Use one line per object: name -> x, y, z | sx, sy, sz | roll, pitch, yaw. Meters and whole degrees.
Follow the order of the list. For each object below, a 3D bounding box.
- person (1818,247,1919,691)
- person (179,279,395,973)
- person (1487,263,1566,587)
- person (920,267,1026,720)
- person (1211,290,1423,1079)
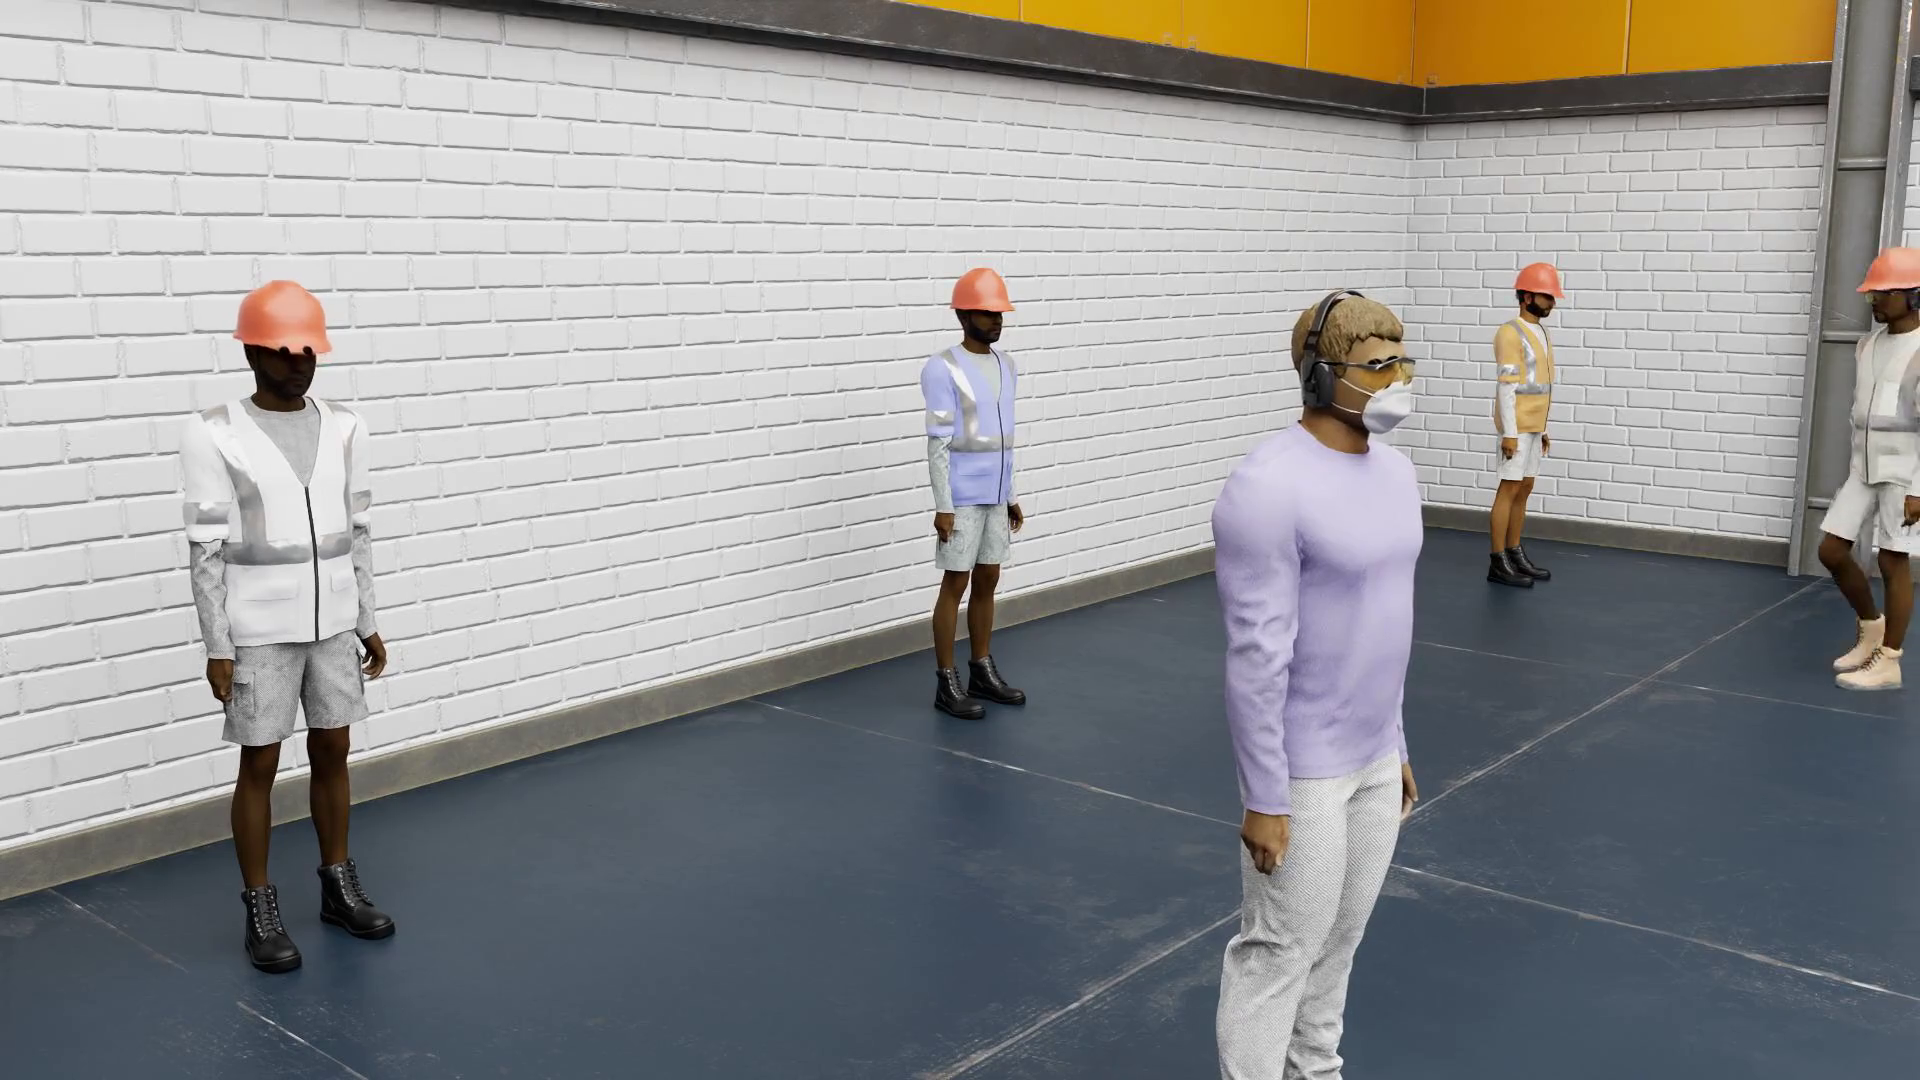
person -> 4.203, -0.300, 7.552 | 0.419, 2.029, 0.605 | -2, 10, -12
person -> -1.886, 0.237, 4.731 | 0.359, 1.936, 0.544 | 8, 13, 39
person -> 3.414, -0.692, 10.022 | 0.359, 1.936, 0.544 | 8, 13, 39
person -> 0.082, -0.204, 7.234 | 0.354, 1.939, 0.544 | 8, 13, 39
person -> 0.758, 0.463, 3.436 | 0.372, 1.940, 0.631 | 8, 13, 39
